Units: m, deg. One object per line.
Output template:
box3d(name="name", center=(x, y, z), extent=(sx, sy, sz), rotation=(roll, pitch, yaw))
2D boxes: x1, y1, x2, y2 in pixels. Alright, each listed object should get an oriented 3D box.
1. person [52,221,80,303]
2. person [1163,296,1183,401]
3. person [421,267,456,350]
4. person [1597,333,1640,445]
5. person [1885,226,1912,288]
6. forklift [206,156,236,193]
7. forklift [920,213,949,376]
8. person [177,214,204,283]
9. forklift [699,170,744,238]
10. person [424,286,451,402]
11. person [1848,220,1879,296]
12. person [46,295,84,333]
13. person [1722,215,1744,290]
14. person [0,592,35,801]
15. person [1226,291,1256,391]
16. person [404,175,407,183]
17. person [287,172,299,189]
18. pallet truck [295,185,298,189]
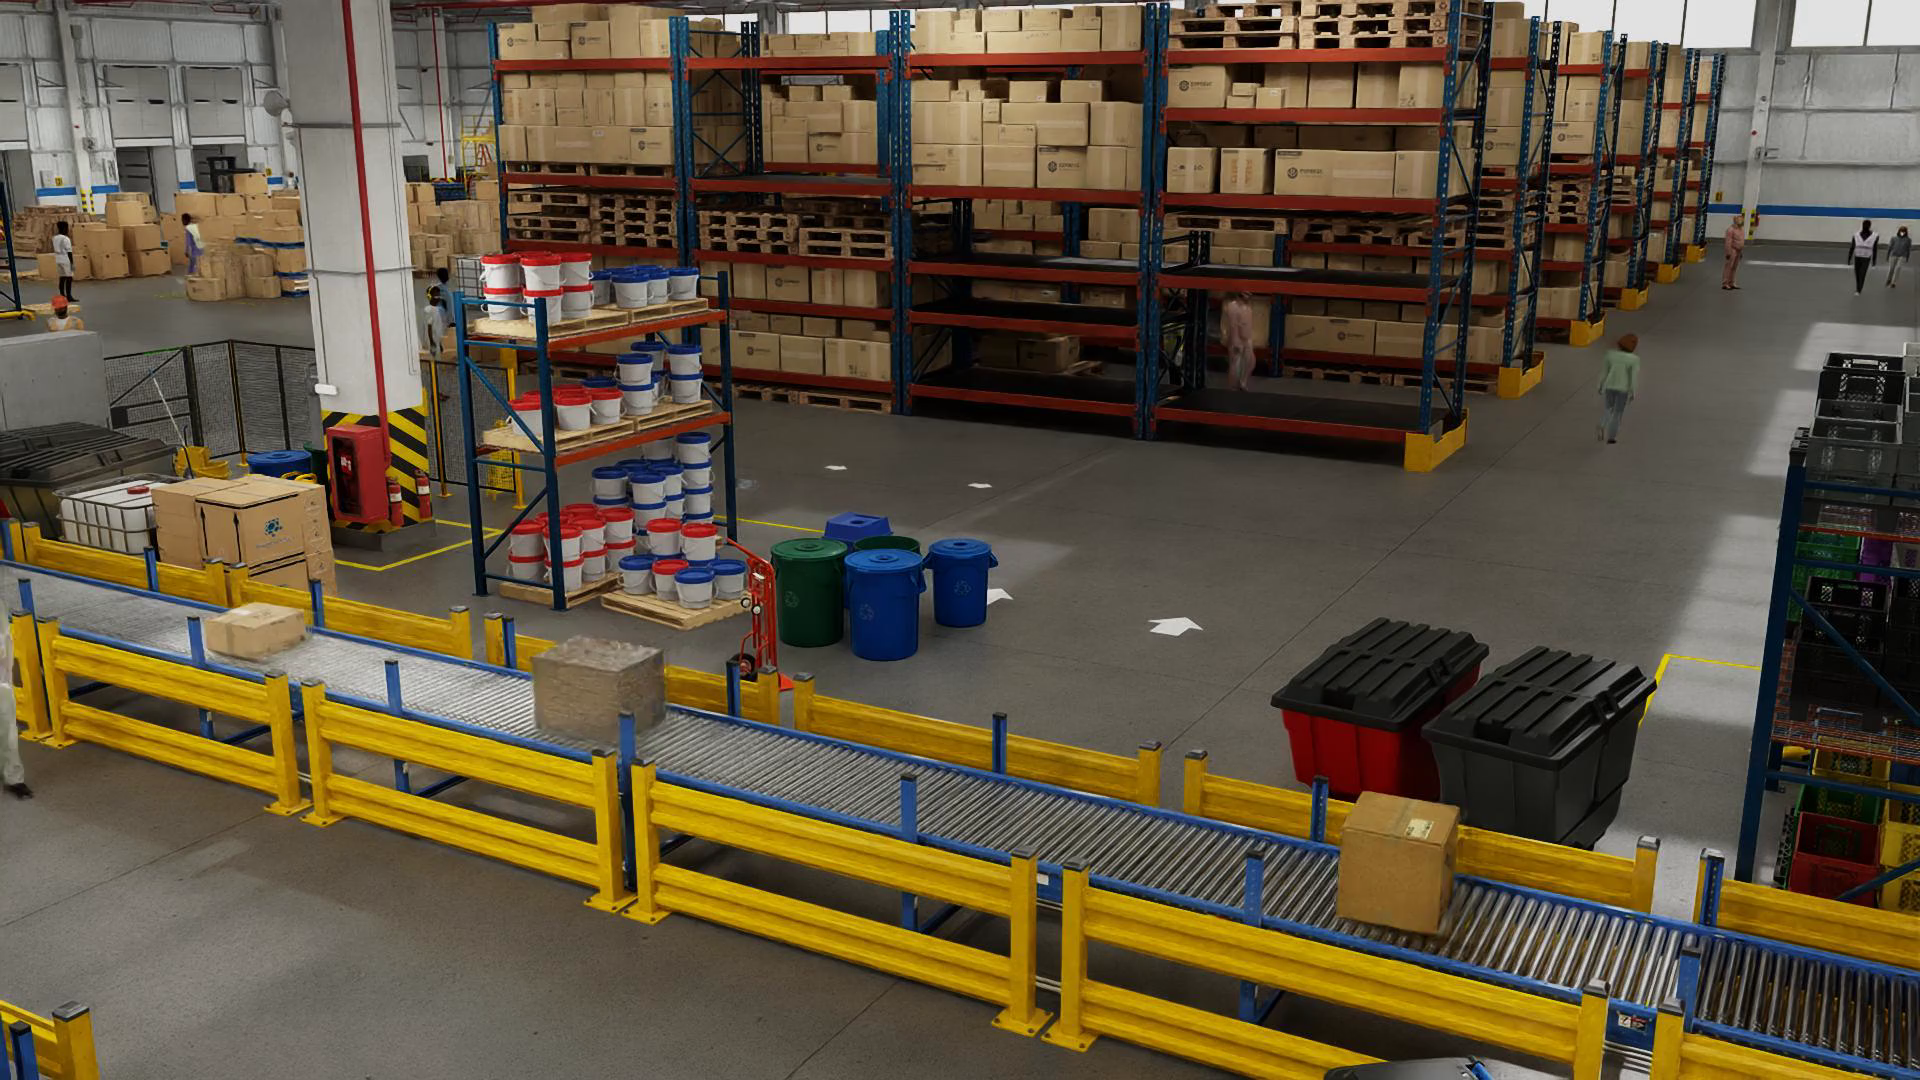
box3d(name="person", center=(-21.515, -6.680, 39.989), extent=(0.604, 1.956, 0.387), rotation=(10, 18, 32))
box3d(name="person", center=(3.459, -3.113, 27.067), extent=(0.316, 1.695, 0.541), rotation=(-3, 15, -10))
box3d(name="person", center=(-10.009, -4.424, 32.060), extent=(0.837, 1.666, 0.528), rotation=(-1, 15, -2))
box3d(name="person", center=(9.323, -2.131, 23.545), extent=(0.544, 1.608, 0.361), rotation=(14, 21, 43))
box3d(name="person", center=(24.311, -7.335, 43.104), extent=(0.511, 1.614, 0.348), rotation=(7, 16, 24))
box3d(name="forklift", center=(-25.681, -11.975, 58.117), extent=(1.873, 2.768, 1.129), rotation=(8, 17, 28))
box3d(name="forklift", center=(-0.556, -4.374, 29.542), extent=(1.873, 2.768, 1.129), rotation=(8, 17, 28))
box3d(name="person", center=(-20.228, -7.646, 43.789), extent=(0.997, 1.860, 0.600), rotation=(-2, 15, -8))
box3d(name="forklift", center=(-6.984, -9.917, 50.382), extent=(1.129, 2.768, 1.873), rotation=(8, 17, 28))
box3d(name="person", center=(-8.521, -3.193, 27.054), extent=(0.335, 1.865, 0.519), rotation=(-1, 15, -4))
box3d(name="person", center=(22.560, -7.057, 41.546), extent=(0.601, 1.891, 0.896), rotation=(13, 20, 40))
box3d(name="person", center=(-13.578, -2.763, 25.296), extent=(0.552, 1.933, 0.374), rotation=(-1, 15, -5))
box3d(name="person", center=(19.911, -7.392, 42.745), extent=(0.646, 1.913, 0.409), rotation=(-11, 18, -35))
box3d(name="person", center=(-6.912, 0.933, 11.650), extent=(0.768, 1.813, 0.592), rotation=(9, 17, 30))
box3d(name="person", center=(4.598, -3.225, 27.129), extent=(0.529, 1.889, 0.641), rotation=(11, 19, 37))
box3d(name="person", center=(-24.119, -15.078, 71.692), extent=(0.584, 1.882, 0.337), rotation=(-8, 17, -27))
box3d(name="person", center=(-29.580, -15.530, 73.907), extent=(0.545, 1.599, 0.807), rotation=(6, 16, 23))
box3d(name="pallet truck", center=(-26.804, -14.617, 69.738), extent=(1.885, 1.965, 0.823), rotation=(-14, 20, -42))
